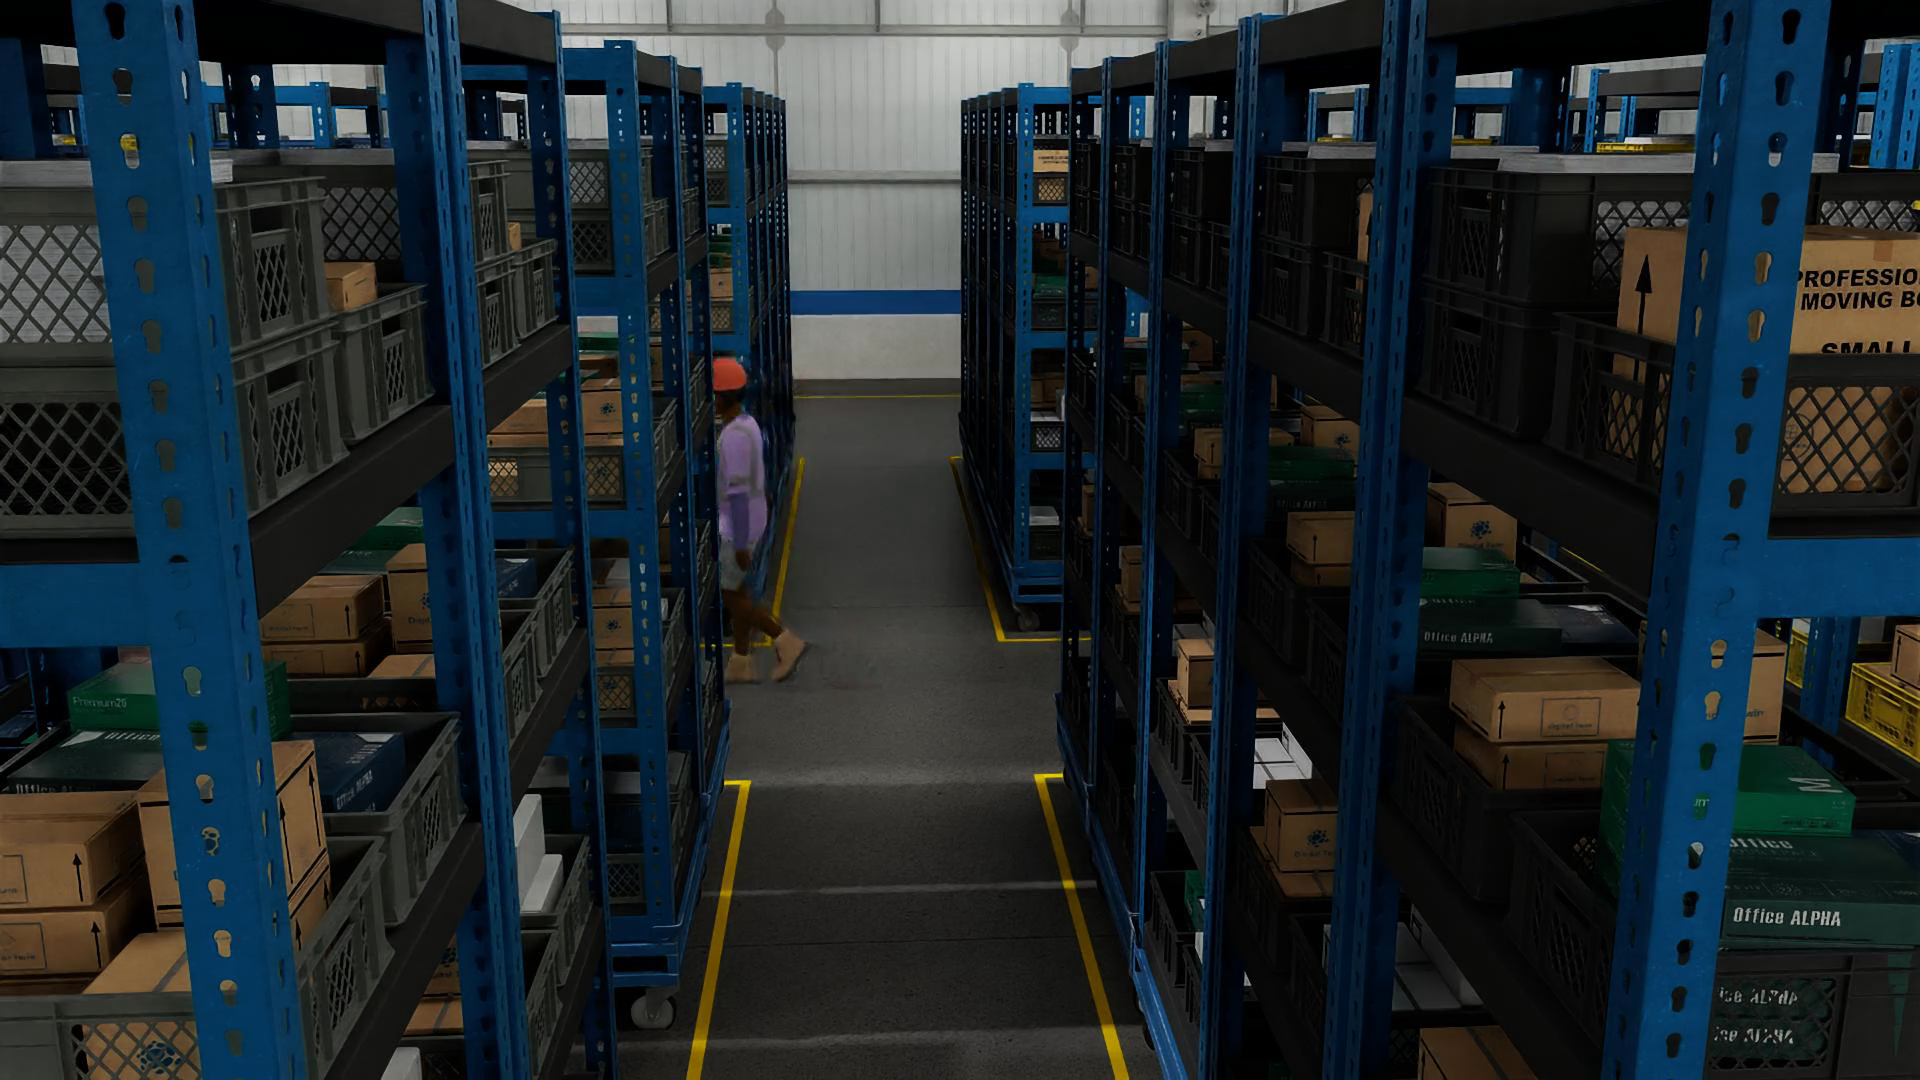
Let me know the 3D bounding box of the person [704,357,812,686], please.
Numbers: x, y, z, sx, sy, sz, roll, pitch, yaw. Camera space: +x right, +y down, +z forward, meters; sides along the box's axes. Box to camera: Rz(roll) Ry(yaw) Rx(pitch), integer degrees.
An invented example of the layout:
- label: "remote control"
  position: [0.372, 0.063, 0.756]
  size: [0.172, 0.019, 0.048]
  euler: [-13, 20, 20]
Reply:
- label: "person"
  position: [-1.263, -0.080, 9.899]
  size: [0.592, 2.030, 0.620]
  euler: [0, 14, -1]
